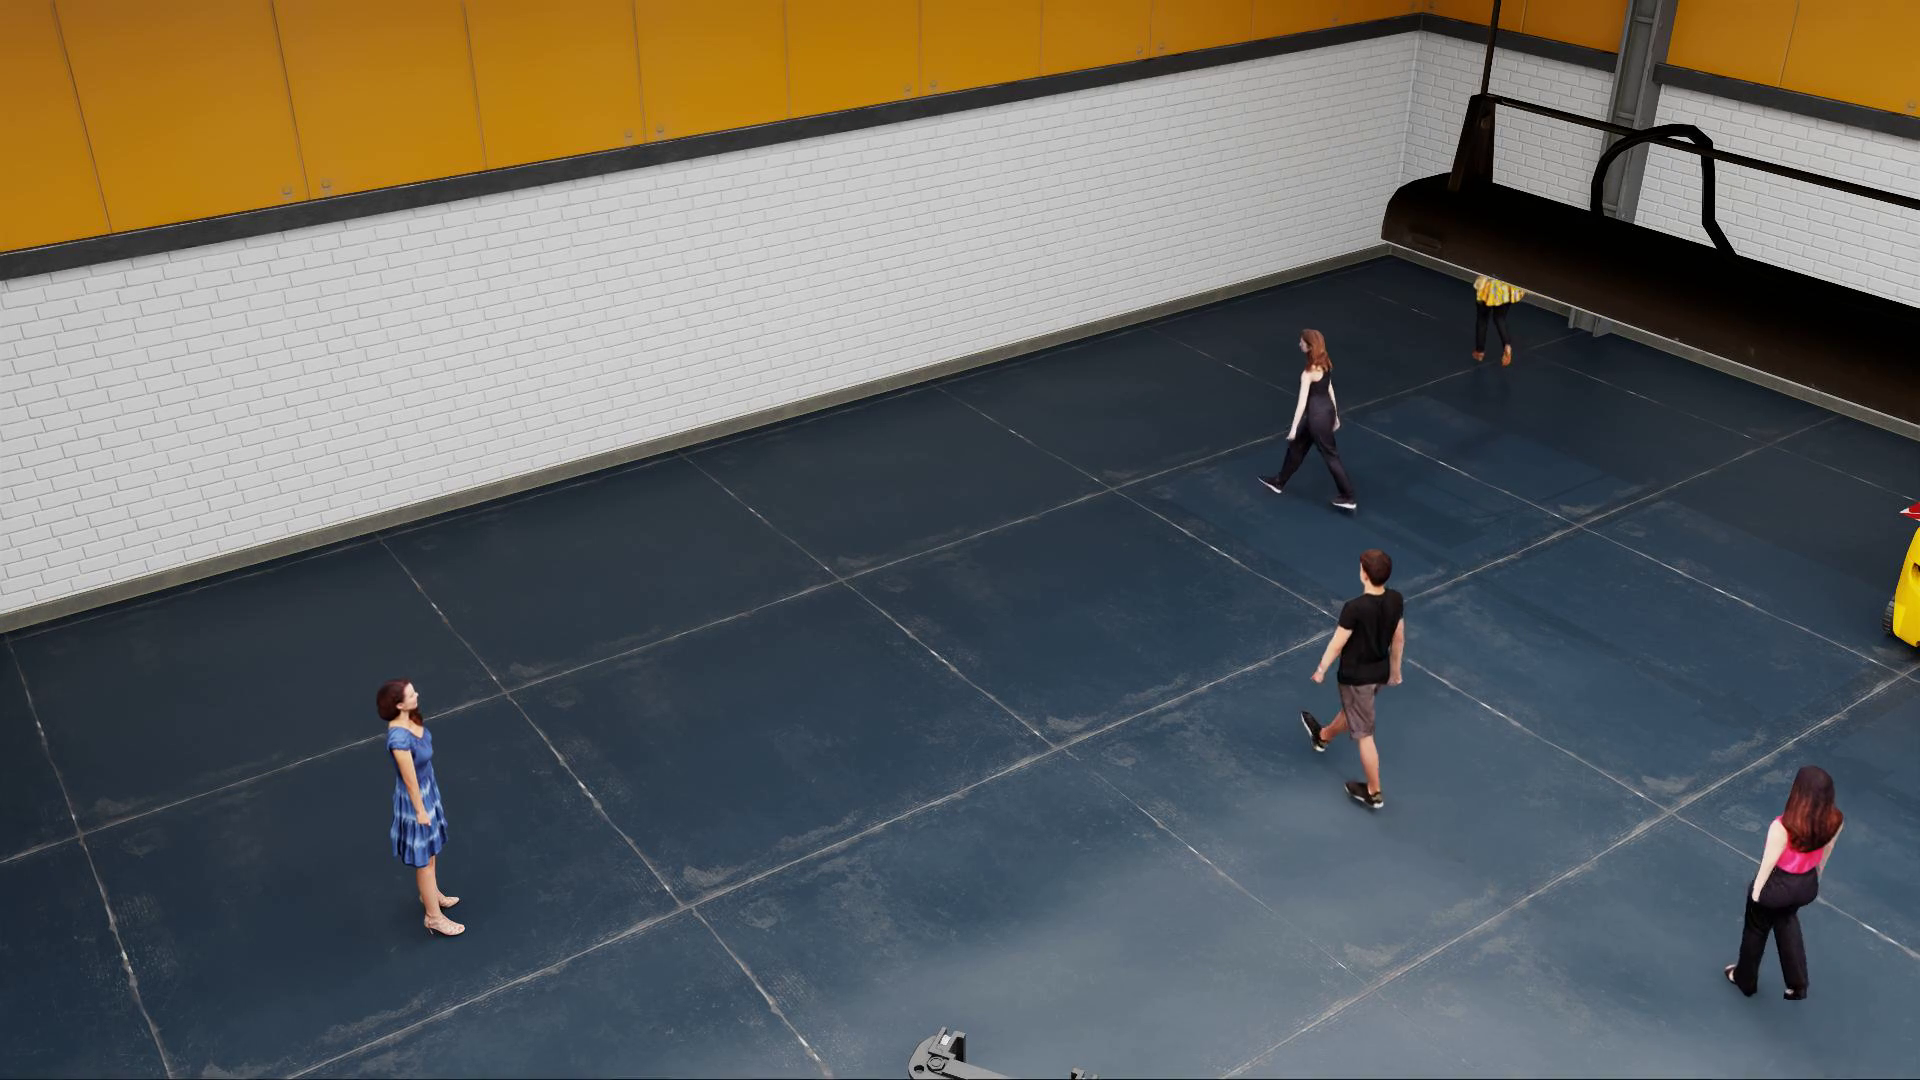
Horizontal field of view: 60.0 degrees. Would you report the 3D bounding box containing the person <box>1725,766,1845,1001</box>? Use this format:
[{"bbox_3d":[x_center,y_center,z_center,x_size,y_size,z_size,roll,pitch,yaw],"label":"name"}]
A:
[{"bbox_3d":[4.733,2.010,9.442,0.736,1.649,0.839,-6,29,-10],"label":"person"}]

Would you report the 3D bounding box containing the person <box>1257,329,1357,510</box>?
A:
[{"bbox_3d":[3.338,-1.038,15.018,1.243,1.661,0.927,18,33,29],"label":"person"}]

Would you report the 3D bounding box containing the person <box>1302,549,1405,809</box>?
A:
[{"bbox_3d":[2.776,0.971,11.178,0.723,1.811,1.177,-16,33,-27],"label":"person"}]

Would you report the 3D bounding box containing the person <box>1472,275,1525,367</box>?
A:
[{"bbox_3d":[5.826,-2.633,17.966,0.925,1.639,1.050,-4,29,-8],"label":"person"}]

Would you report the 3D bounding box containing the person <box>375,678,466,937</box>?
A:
[{"bbox_3d":[-3.256,1.597,10.040,0.785,1.804,0.605,-9,30,-17],"label":"person"}]
